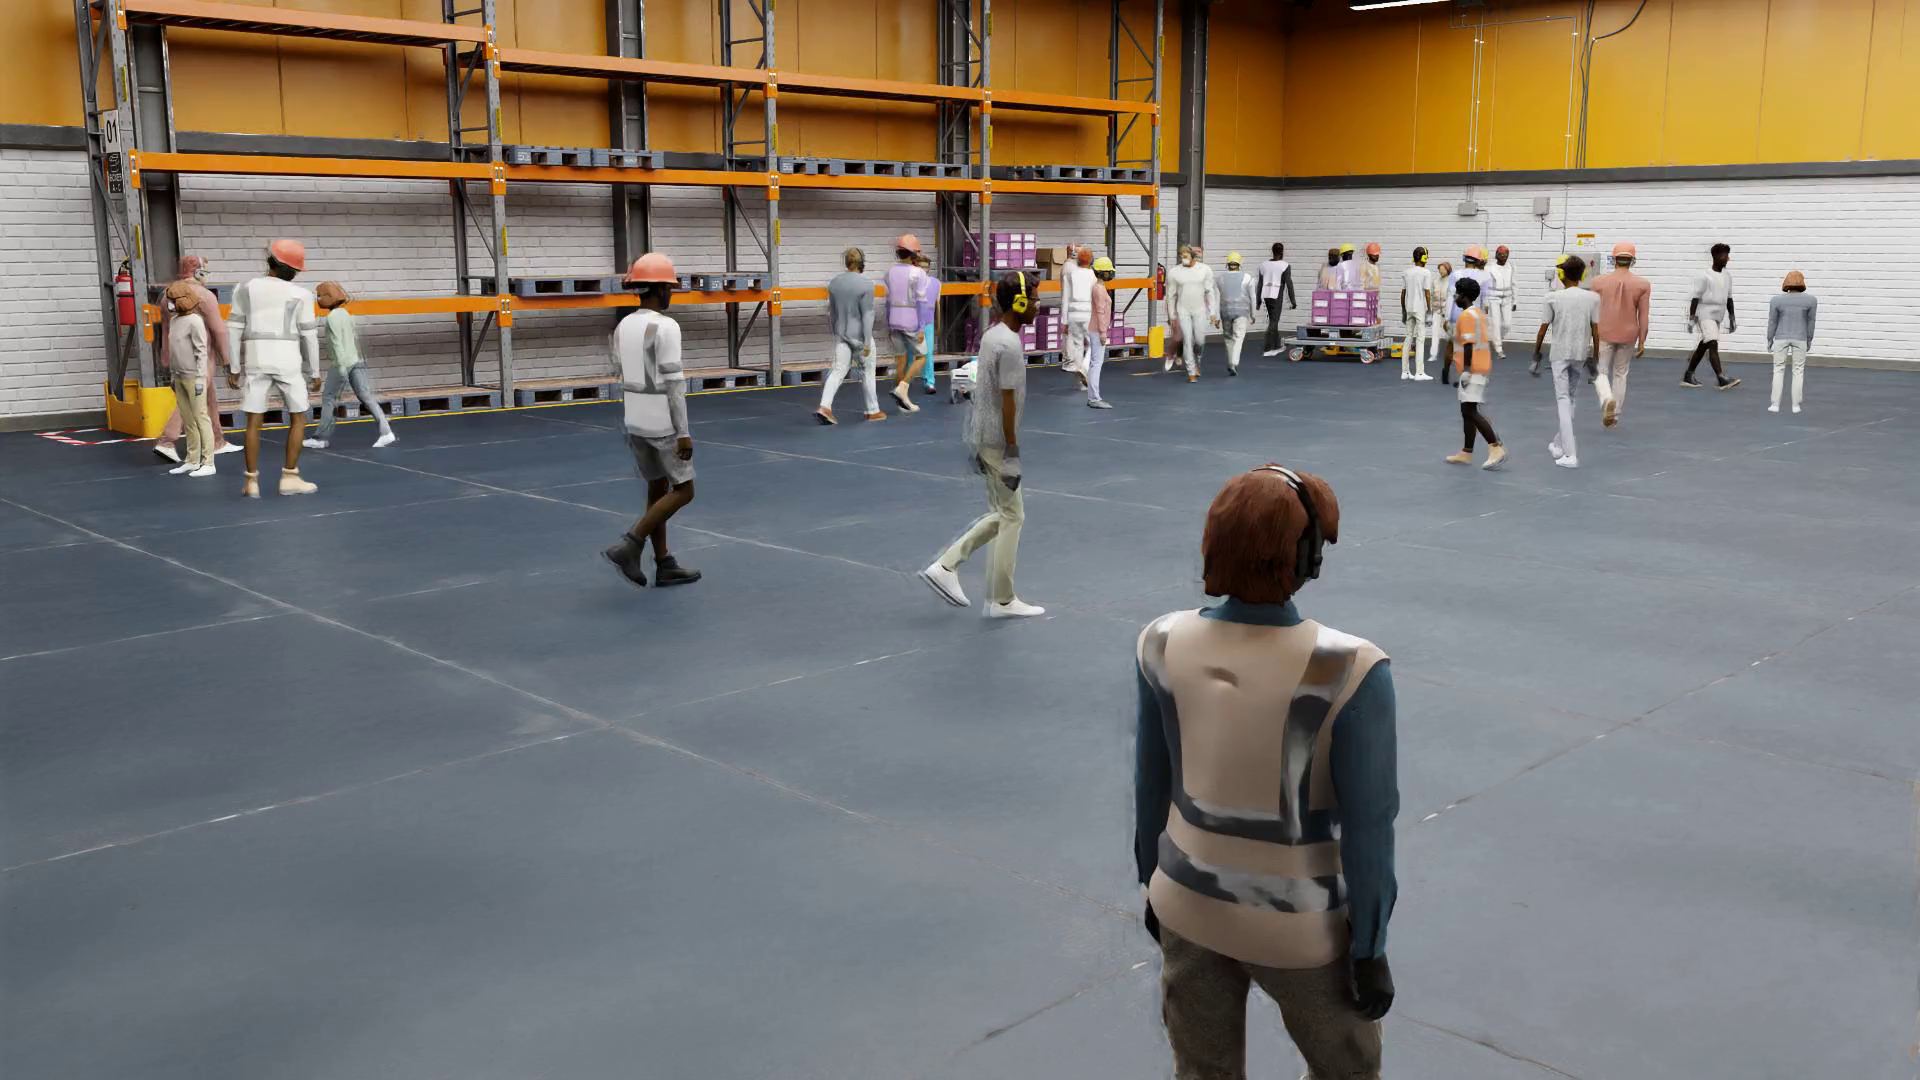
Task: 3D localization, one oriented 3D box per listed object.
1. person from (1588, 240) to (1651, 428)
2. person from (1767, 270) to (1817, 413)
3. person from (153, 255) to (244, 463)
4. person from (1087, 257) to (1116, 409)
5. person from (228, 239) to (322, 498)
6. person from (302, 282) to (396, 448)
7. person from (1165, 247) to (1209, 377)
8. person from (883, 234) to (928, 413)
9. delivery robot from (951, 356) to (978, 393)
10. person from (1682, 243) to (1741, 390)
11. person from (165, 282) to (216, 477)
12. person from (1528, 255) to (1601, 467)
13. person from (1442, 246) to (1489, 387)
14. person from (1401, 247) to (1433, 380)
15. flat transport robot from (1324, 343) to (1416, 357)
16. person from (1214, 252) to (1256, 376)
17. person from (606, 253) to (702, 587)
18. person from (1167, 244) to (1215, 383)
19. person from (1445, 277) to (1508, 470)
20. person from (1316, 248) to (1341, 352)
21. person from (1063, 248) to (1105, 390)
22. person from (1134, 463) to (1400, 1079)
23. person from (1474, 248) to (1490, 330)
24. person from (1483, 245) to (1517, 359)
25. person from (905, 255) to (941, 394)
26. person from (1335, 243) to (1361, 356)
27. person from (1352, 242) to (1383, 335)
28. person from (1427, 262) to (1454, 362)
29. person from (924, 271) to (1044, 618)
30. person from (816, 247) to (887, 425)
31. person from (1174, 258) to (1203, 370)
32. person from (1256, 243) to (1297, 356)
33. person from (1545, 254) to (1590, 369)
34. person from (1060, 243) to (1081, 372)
[{"bbox_3d":[6.815,-2.113,17.248,0.619,1.971,0.751,3,11,14],"label":"person"},{"bbox_3d":[9.517,-2.268,19.069,0.495,1.624,0.307,4,11,23],"label":"person"},{"bbox_3d":[-6.948,-1.633,15.002,0.641,1.855,0.955,7,12,33],"label":"person"},{"bbox_3d":[1.657,-2.430,19.541,0.323,1.769,0.523,0,10,2],"label":"person"},{"bbox_3d":[-5.320,-1.320,12.898,0.678,1.992,0.449,-1,10,-4],"label":"person"},{"bbox_3d":[-5.843,-1.648,15.794,0.894,1.597,0.504,0,10,0],"label":"person"},{"bbox_3d":[3.303,-3.308,24.058,0.651,1.866,0.822,-1,10,-8],"label":"person"},{"bbox_3d":[-0.627,-2.444,18.899,0.606,2.031,0.536,7,13,35],"label":"person"},{"bbox_3d":[0.180,-1.986,20.170,0.477,0.478,0.707,5,12,27],"label":"delivery robot"},{"bbox_3d":[9.954,-2.939,21.923,0.645,1.907,1.015,-5,12,-28],"label":"person"},{"bbox_3d":[-6.512,-1.352,14.029,0.498,1.632,0.285,8,13,37],"label":"person"},{"bbox_3d":[5.340,-1.593,14.779,0.531,1.830,0.905,0,10,-2],"label":"person"},{"bbox_3d":[6.757,-2.994,22.345,0.597,1.865,0.965,1,10,3],"label":"person"},{"bbox_3d":[6.410,-3.170,23.318,0.326,1.865,0.518,-8,13,-36],"label":"person"},{"bbox_3d":[6.878,-3.194,27.789,1.431,0.197,0.652,5,12,27],"label":"flat transport robot"},{"bbox_3d":[3.982,-3.279,24.152,0.598,1.789,0.924,4,11,19],"label":"person"},{"bbox_3d":[-1.755,-0.654,9.428,0.568,1.925,0.570,-10,14,-42],"label":"person"},{"bbox_3d":[3.181,-3.125,22.946,0.660,1.910,0.518,1,10,8],"label":"person"},{"bbox_3d":[4.555,-1.455,14.525,0.589,1.664,0.572,5,12,26],"label":"person"},{"bbox_3d":[6.576,-4.215,29.179,0.634,1.811,0.817,8,13,37],"label":"person"},{"bbox_3d":[1.586,-2.855,21.606,0.592,1.861,0.668,4,11,19],"label":"person"},{"bbox_3d":[0.534,0.676,2.959,0.536,1.625,0.370,8,13,39],"label":"person"},{"bbox_3d":[8.529,-3.894,27.428,0.578,1.803,0.613,7,13,34],"label":"person"},{"bbox_3d":[8.873,-3.919,27.390,0.617,1.864,0.520,-1,10,-6],"label":"person"},{"bbox_3d":[-0.563,-2.778,21.464,0.626,1.770,1.049,-1,10,-7],"label":"person"},{"bbox_3d":[6.523,-4.032,27.952,0.653,1.881,0.596,-6,12,-29],"label":"person"},{"bbox_3d":[6.847,-4.049,28.005,0.714,1.910,0.576,10,14,44],"label":"person"},{"bbox_3d":[7.856,-3.692,26.874,0.520,1.607,0.826,9,14,40],"label":"person"},{"bbox_3d":[0.151,-0.490,8.757,0.539,1.844,0.570,-2,11,-10],"label":"person"},{"bbox_3d":[-1.188,-2.187,17.877,0.640,1.906,0.973,7,13,34],"label":"person"},{"bbox_3d":[3.469,-3.455,24.967,0.542,1.827,0.397,-1,10,-4],"label":"person"},{"bbox_3d":[5.404,-4.067,28.118,0.887,1.888,0.616,-9,14,-40],"label":"person"},{"bbox_3d":[9.166,-3.405,24.933,0.682,1.730,0.531,9,14,42],"label":"person"},{"bbox_3d":[1.690,-3.441,24.673,0.408,1.909,0.642,-1,10,-6],"label":"person"}]
